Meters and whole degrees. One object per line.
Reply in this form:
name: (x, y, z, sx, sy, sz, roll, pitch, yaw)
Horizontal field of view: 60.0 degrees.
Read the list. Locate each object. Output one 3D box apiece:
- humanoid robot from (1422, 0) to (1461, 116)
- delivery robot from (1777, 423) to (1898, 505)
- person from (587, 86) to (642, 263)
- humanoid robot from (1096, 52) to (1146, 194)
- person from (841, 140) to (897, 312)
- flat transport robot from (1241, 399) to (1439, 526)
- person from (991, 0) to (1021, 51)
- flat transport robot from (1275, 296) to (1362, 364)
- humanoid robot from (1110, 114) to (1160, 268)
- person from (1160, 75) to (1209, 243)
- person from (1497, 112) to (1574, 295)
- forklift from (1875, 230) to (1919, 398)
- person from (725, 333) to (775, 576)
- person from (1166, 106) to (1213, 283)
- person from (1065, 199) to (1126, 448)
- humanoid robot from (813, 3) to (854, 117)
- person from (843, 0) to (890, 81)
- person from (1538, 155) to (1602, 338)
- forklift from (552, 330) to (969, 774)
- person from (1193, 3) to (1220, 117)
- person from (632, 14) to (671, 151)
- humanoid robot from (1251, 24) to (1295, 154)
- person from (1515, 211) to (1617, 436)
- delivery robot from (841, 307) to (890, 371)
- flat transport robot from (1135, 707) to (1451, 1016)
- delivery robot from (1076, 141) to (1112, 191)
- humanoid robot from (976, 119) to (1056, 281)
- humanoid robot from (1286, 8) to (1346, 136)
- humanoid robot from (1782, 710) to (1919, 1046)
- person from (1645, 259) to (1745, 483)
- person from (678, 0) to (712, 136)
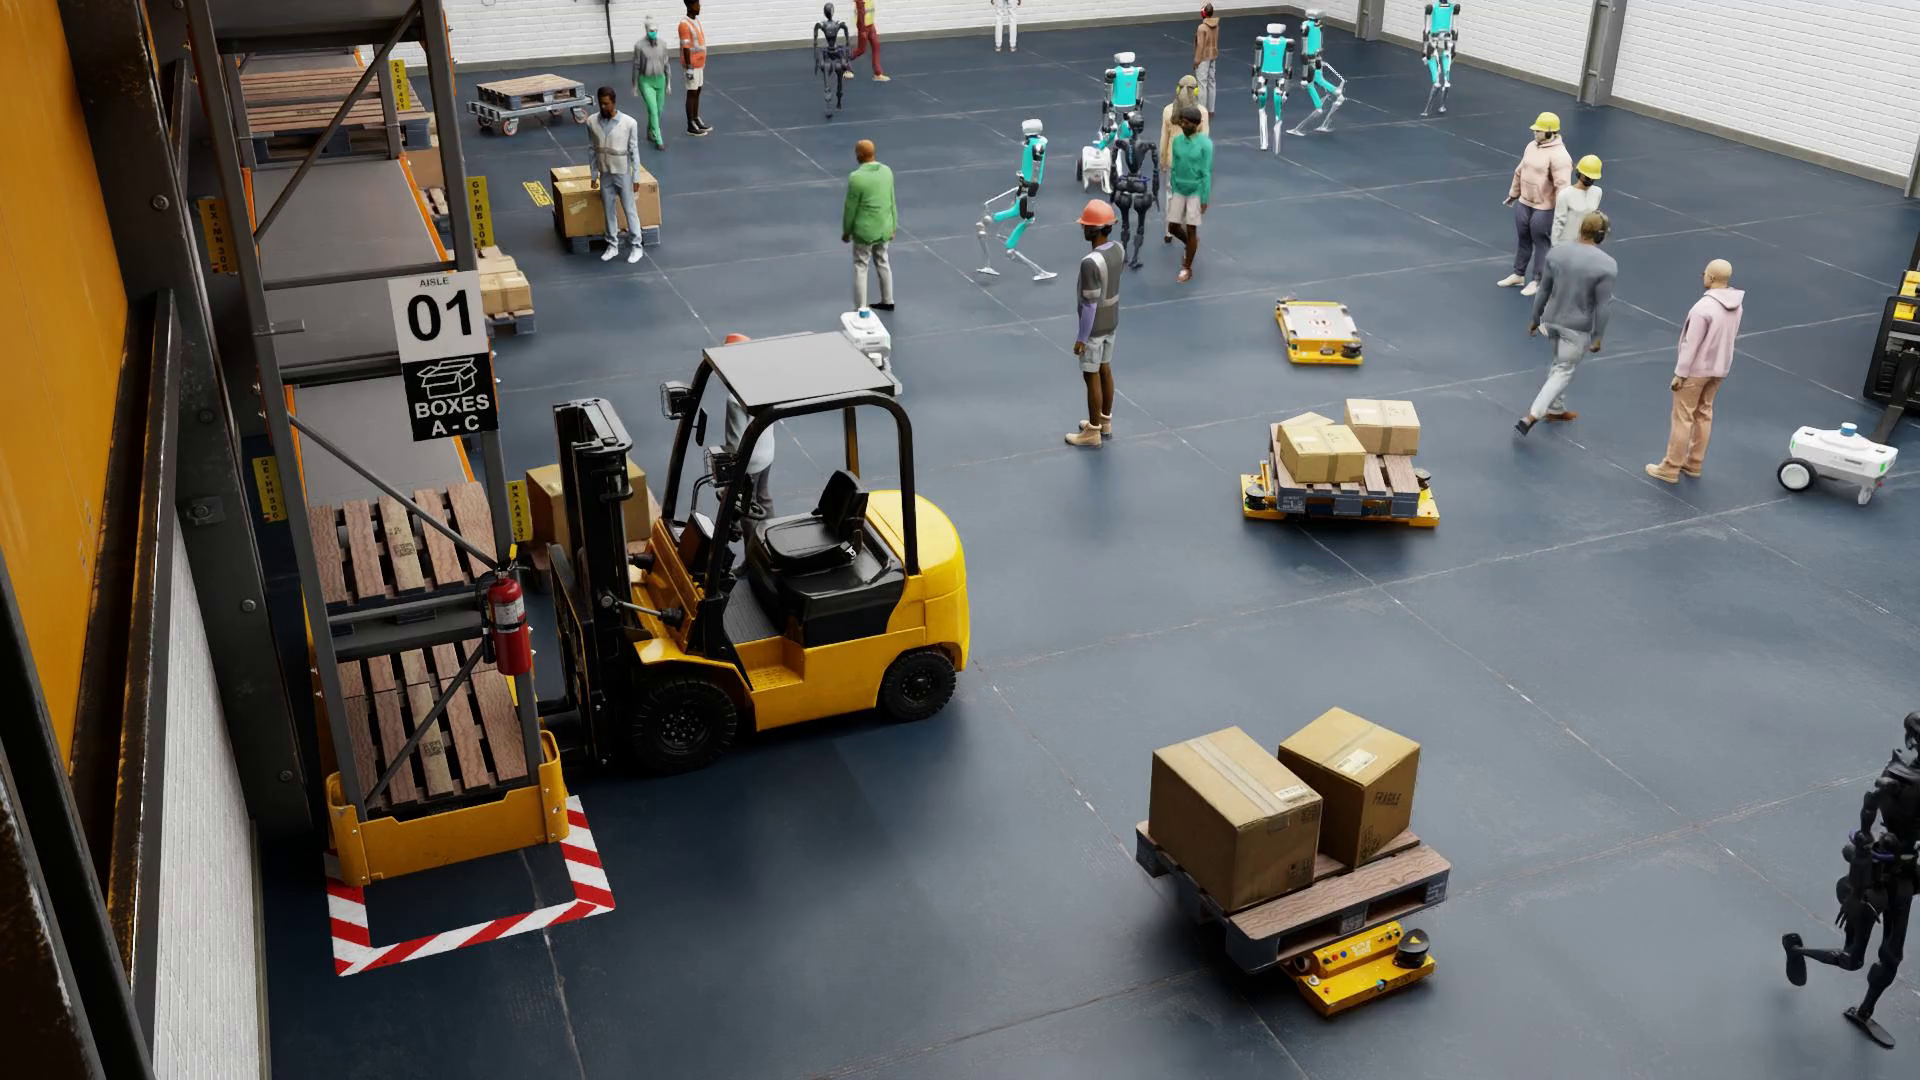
humanoid robot: (7.144, -7.153, 24.587, 0.532, 1.790, 0.789, -2, 27, -5)
delivery robot: (6.808, -0.624, 12.909, 0.766, 0.594, 0.525, 22, 34, 36)
person: (-3.735, -3.981, 18.085, 0.589, 1.909, 0.381, 8, 28, 15)
humanoid robot: (1.919, -5.181, 20.596, 0.530, 1.743, 0.681, -10, 28, -19)
person: (-0.867, -3.058, 16.403, 0.576, 1.768, 0.414, -22, 34, -37)
flat transport robot: (2.881, -0.348, 12.680, 1.431, 0.231, 0.659, 3, 27, 5)
person: (0.816, -9.552, 29.205, 0.565, 1.878, 0.353, -2, 27, -4)
flat transport robot: (3.438, -2.015, 15.996, 0.659, 0.231, 1.431, 2, 27, 3)
humanoid robot: (1.894, -3.767, 17.914, 0.587, 1.643, 0.434, 12, 29, 22)
person: (2.507, -4.247, 18.649, 0.551, 1.877, 0.410, 7, 27, 13)
person: (5.958, -3.459, 17.091, 0.422, 1.864, 0.808, -11, 29, -21)
forklift: (9.029, -2.397, 14.618, 1.214, 2.155, 2.313, 18, 32, 32)
person: (-1.472, -0.590, 11.525, 0.347, 1.739, 0.571, 8, 28, 16)
person: (2.439, -3.654, 17.518, 0.505, 1.833, 0.510, 18, 32, 31)
person: (1.088, -1.747, 13.491, 0.372, 2.043, 0.610, 13, 30, 25)
humanoid robot: (-1.867, -7.107, 24.616, 0.592, 1.626, 0.786, 0, 27, 0)
person: (-1.569, -8.310, 26.883, 0.822, 1.741, 0.479, 10, 29, 20)
person: (5.878, -2.816, 15.931, 0.523, 1.759, 0.324, -11, 29, -21)
forklift: (-1.094, 0.010, 9.831, 2.313, 2.155, 1.214, -10, 28, -20)
person: (3.618, -7.032, 24.431, 0.465, 1.651, 0.309, -23, 35, -38)
person: (-4.254, -6.328, 22.864, 0.540, 1.810, 0.833, -16, 31, -28)
humanoid robot: (4.224, -6.062, 22.527, 0.539, 1.886, 0.729, 7, 28, 14)
person: (4.965, -1.755, 13.686, 0.868, 1.901, 0.657, -16, 31, -28)
delivery robot: (-0.879, -1.862, 15.355, 0.499, 0.579, 0.753, -7, 27, -13)
flat transport robot: (1.659, 1.801, 8.404, 0.659, 0.231, 1.431, -13, 29, -24)
delivery robot: (1.734, -4.778, 21.158, 0.499, 0.582, 0.773, 1, 27, 2)
humanoid robot: (0.505, -3.482, 17.336, 1.051, 1.763, 0.547, -3, 27, -6)
humanoid robot: (5.063, -6.512, 23.300, 0.926, 1.751, 0.545, 19, 32, 33)
humanoid robot: (4.161, 1.474, 7.508, 0.600, 1.643, 0.593, -11, 29, -20)
person: (5.758, -1.297, 12.894, 0.541, 1.774, 0.419, -15, 30, -27)
person: (-3.751, -6.727, 23.481, 0.361, 1.963, 0.611, 3, 27, 7)
